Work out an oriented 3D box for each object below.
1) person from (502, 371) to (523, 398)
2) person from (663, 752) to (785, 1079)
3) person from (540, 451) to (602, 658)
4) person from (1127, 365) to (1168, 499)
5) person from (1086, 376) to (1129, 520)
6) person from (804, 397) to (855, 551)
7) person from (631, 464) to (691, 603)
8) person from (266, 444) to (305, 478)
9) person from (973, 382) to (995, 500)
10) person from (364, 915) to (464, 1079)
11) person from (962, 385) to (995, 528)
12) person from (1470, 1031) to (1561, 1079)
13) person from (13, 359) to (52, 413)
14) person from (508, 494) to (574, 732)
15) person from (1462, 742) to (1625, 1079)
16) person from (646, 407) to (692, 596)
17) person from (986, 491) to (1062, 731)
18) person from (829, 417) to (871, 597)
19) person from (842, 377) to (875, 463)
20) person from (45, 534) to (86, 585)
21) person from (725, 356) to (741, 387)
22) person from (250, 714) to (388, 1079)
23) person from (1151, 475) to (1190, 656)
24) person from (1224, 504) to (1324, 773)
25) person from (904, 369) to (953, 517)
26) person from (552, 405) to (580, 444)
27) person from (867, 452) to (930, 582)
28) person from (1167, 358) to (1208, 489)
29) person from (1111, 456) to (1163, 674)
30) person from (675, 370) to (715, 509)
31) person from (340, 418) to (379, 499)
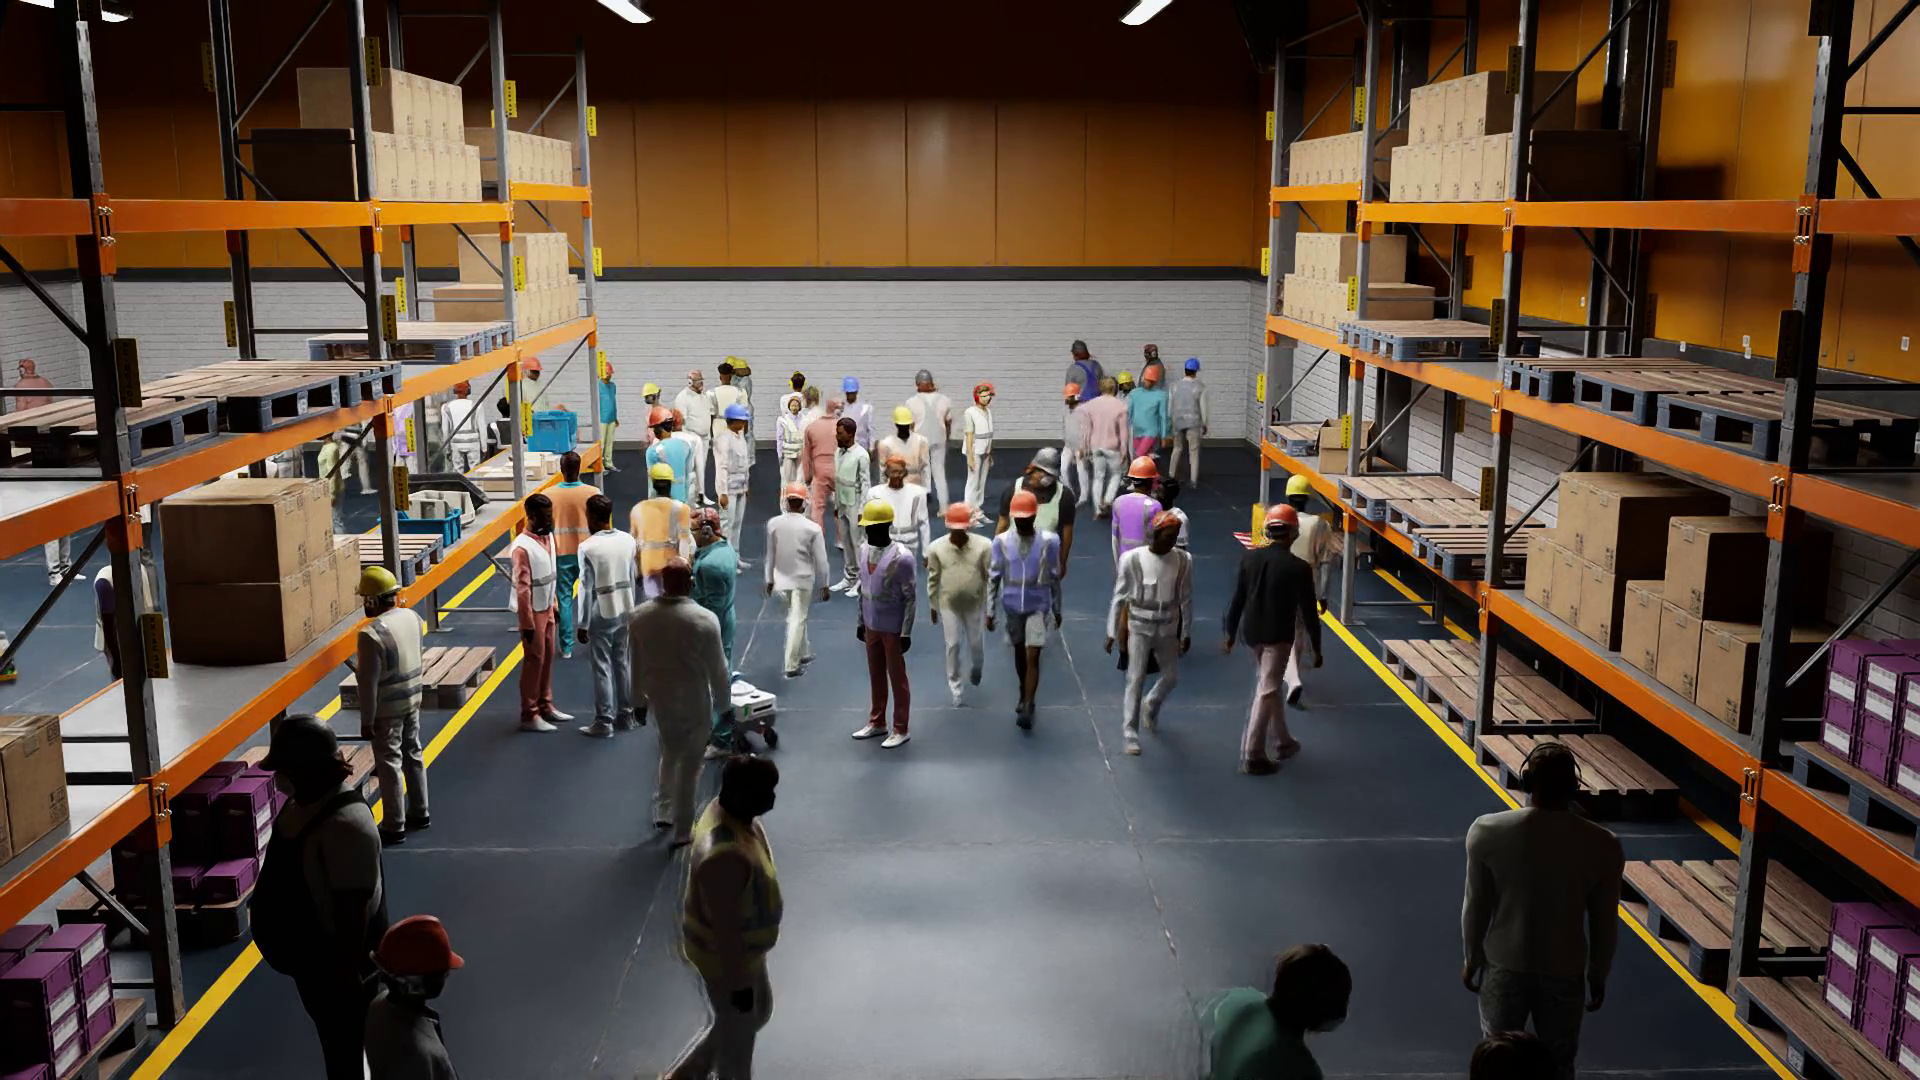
[{"bbox_3d":[-6.942,-1.878,26.075,0.498,1.633,0.278,7,13,30],"label":"person"},{"bbox_3d":[-1.009,1.791,7.243,0.492,1.816,0.644,0,11,-2],"label":"person"},{"bbox_3d":[-3.534,0.138,15.259,0.591,1.915,0.393,-1,11,-6],"label":"person"},{"bbox_3d":[2.613,-1.493,23.360,0.711,1.946,0.628,-10,15,-40],"label":"person"},{"bbox_3d":[1.949,-1.205,21.988,0.642,1.922,0.428,6,13,28],"label":"person"},{"bbox_3d":[-1.520,-0.771,19.930,0.712,1.865,0.633,3,12,15],"label":"person"},{"bbox_3d":[-2.678,0.259,14.862,0.591,1.839,1.073,2,11,8],"label":"person"},{"bbox_3d":[-8.013,-0.767,19.803,0.399,1.918,0.584,4,12,20],"label":"person"},{"bbox_3d":[0.295,-1.336,23.201,0.401,1.712,0.759,-1,11,-4],"label":"person"},{"bbox_3d":[-1.844,2.123,5.725,0.340,1.744,0.573,-6,13,-27],"label":"person"},{"bbox_3d":[0.234,-1.094,21.603,0.388,1.847,0.563,6,13,28],"label":"person"},{"bbox_3d":[1.504,2.276,4.773,0.431,1.831,0.644,-3,12,-15],"label":"person"},{"bbox_3d":[-13.720,-1.722,24.612,0.404,1.904,0.652,3,12,15],"label":"person"},{"bbox_3d":[-3.342,0.570,13.125,0.405,1.907,0.597,1,11,7],"label":"person"},{"bbox_3d":[2.413,1.787,6.970,0.623,1.932,0.367,3,12,14],"label":"person"},{"bbox_3d":[-3.113,-0.394,17.629,0.386,2.034,0.604,7,13,32],"label":"person"},{"bbox_3d":[0.497,0.546,13.279,0.579,1.880,0.980,3,12,13],"label":"person"},{"bbox_3d":[-1.149,-0.362,17.759,0.370,1.916,0.597,-7,13,-33],"label":"person"},{"bbox_3d":[-1.443,-1.169,21.783,0.630,1.921,0.722,1,11,4],"label":"person"},{"bbox_3d":[-9.890,-0.376,18.265,0.295,1.743,0.493,0,11,0],"label":"person"},{"bbox_3d":[-3.683,-2.118,27.036,0.320,1.737,0.487,-7,13,-31],"label":"person"},{"bbox_3d":[-2.727,1.703,7.091,0.536,2.000,0.683,-9,14,-38],"label":"person"},{"bbox_3d":[1.878,0.242,15.278,0.318,1.699,0.535,-7,13,-33],"label":"person"},{"bbox_3d":[2.357,0.710,12.287,0.863,1.945,0.705,-9,14,-39],"label":"person"},{"bbox_3d":[-0.432,-1.334,22.323,0.684,2.000,1.042,-4,12,-20],"label":"person"},{"bbox_3d":[-5.173,-0.958,21.558,0.507,1.587,0.821,-8,14,-34],"label":"person"},{"bbox_3d":[-0.584,0.083,15.691,0.584,1.859,0.822,-2,11,-8],"label":"person"},{"bbox_3d":[3.356,-1.724,24.556,0.601,1.926,0.448,7,13,31],"label":"person"},{"bbox_3d":[1.604,0.220,14.787,0.543,1.939,0.360,10,15,41],"label":"person"},{"bbox_3d":[-3.635,-1.400,22.987,0.406,1.910,0.637,6,13,28],"label":"person"},{"bbox_3d":[-8.667,-1.385,23.713,0.569,1.597,0.814,4,12,21],"label":"person"}]
